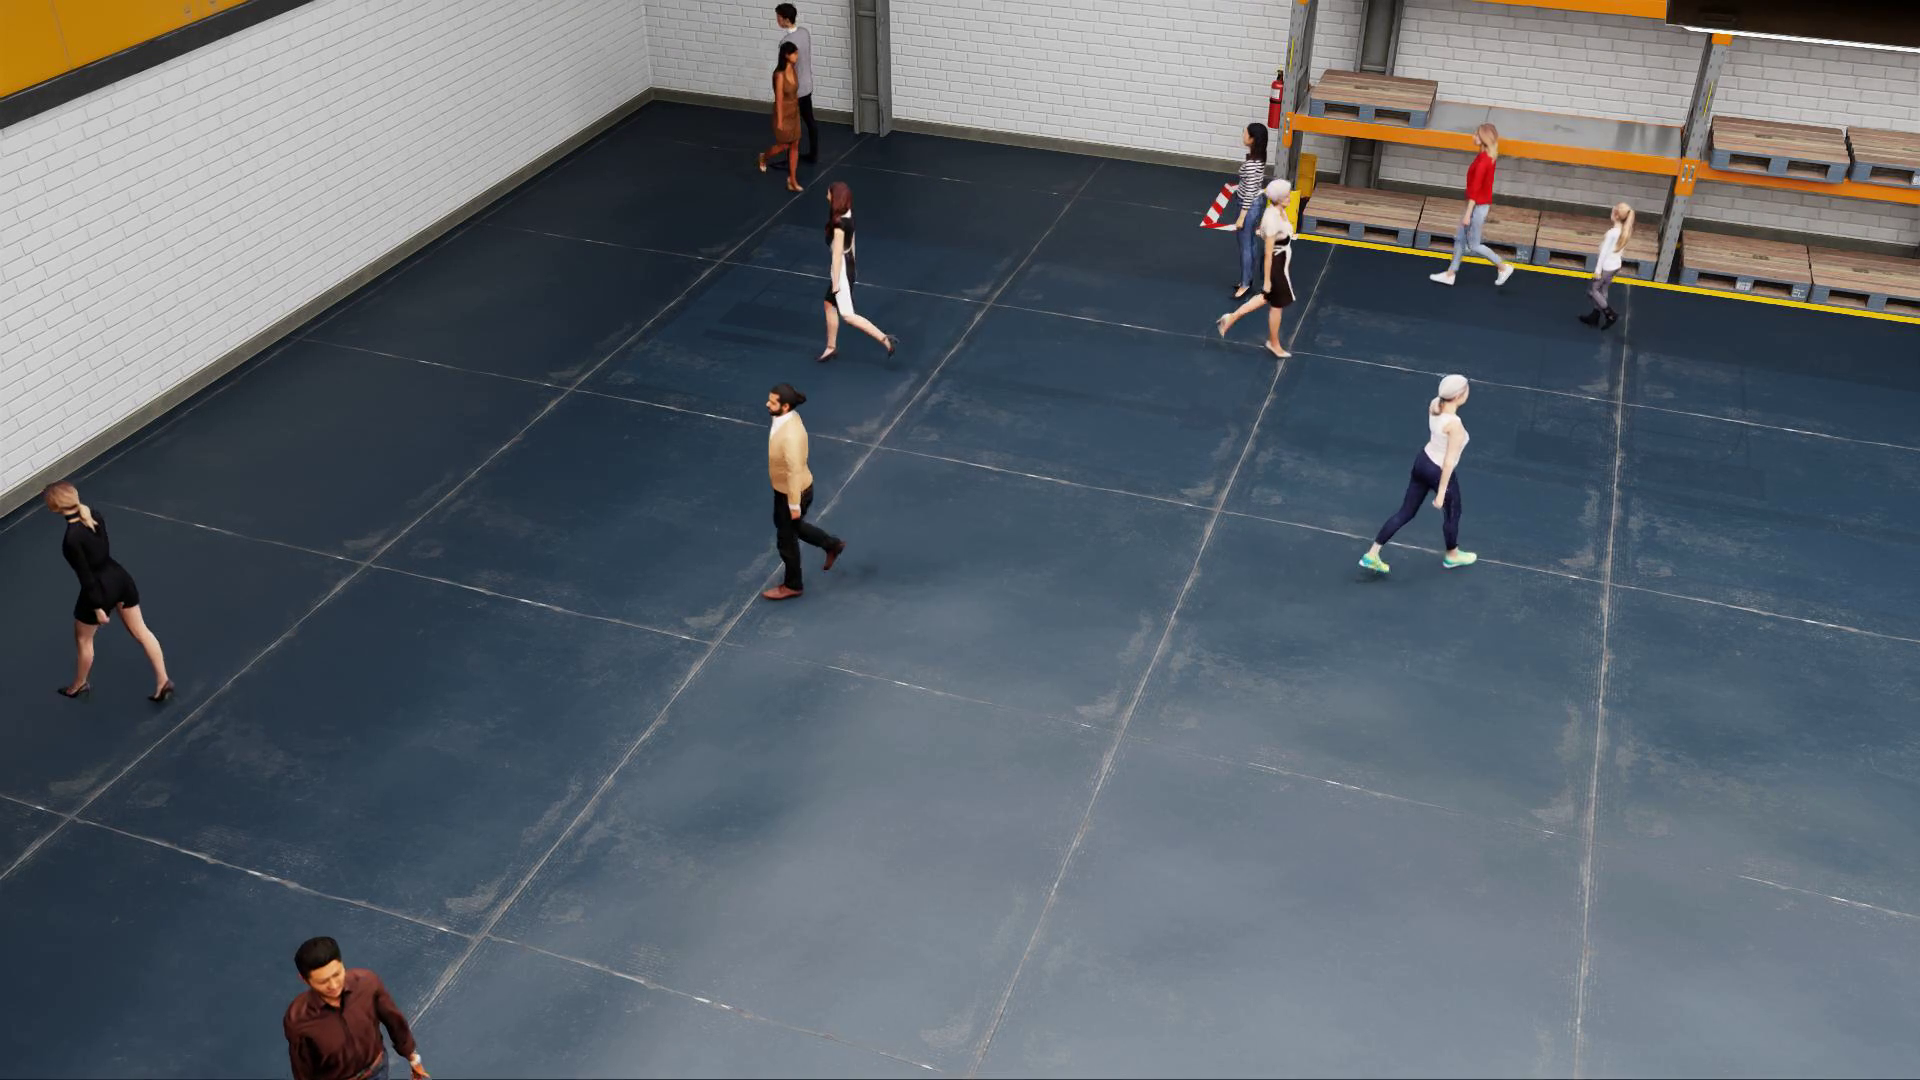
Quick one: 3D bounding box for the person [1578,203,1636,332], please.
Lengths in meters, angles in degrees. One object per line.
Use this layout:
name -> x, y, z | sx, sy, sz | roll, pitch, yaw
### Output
person -> 6.210, -2.577, 15.814 | 0.679, 1.272, 0.776 | -24, 40, -31

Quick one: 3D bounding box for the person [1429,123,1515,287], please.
person -> 5.184, -3.259, 16.468 | 1.012, 1.684, 0.617 | 13, 36, 19

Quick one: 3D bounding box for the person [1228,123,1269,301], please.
person -> 2.834, -3.221, 16.309 | 0.472, 1.797, 0.578 | 12, 36, 18

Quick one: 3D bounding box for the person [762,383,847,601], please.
person -> -1.145, -0.361, 12.061 | 1.052, 1.736, 0.953 | -10, 35, -14

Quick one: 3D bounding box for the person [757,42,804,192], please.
person -> -2.021, -4.756, 18.739 | 0.894, 1.663, 0.676 | 18, 37, 24

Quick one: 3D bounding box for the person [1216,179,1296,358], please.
person -> 2.776, -2.478, 15.249 | 0.991, 1.733, 0.701 | 8, 34, 12

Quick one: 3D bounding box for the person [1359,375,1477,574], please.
person -> 3.402, -0.435, 12.242 | 1.263, 1.658, 1.068 | -8, 34, -12

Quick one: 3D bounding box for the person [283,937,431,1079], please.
person -> -2.880, 2.469, 7.812 | 1.222, 1.726, 0.974 | 28, 43, 35

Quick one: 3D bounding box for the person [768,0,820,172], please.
person -> -1.886, -5.255, 19.267 | 0.678, 1.909, 0.804 | 19, 38, 26

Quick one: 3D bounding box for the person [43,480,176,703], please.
person -> -5.536, 0.384, 10.941 | 1.085, 1.734, 0.783 | 2, 34, 4

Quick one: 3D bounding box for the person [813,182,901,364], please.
person -> -0.981, -2.349, 15.022 | 1.104, 1.769, 0.740 | 5, 34, 7
